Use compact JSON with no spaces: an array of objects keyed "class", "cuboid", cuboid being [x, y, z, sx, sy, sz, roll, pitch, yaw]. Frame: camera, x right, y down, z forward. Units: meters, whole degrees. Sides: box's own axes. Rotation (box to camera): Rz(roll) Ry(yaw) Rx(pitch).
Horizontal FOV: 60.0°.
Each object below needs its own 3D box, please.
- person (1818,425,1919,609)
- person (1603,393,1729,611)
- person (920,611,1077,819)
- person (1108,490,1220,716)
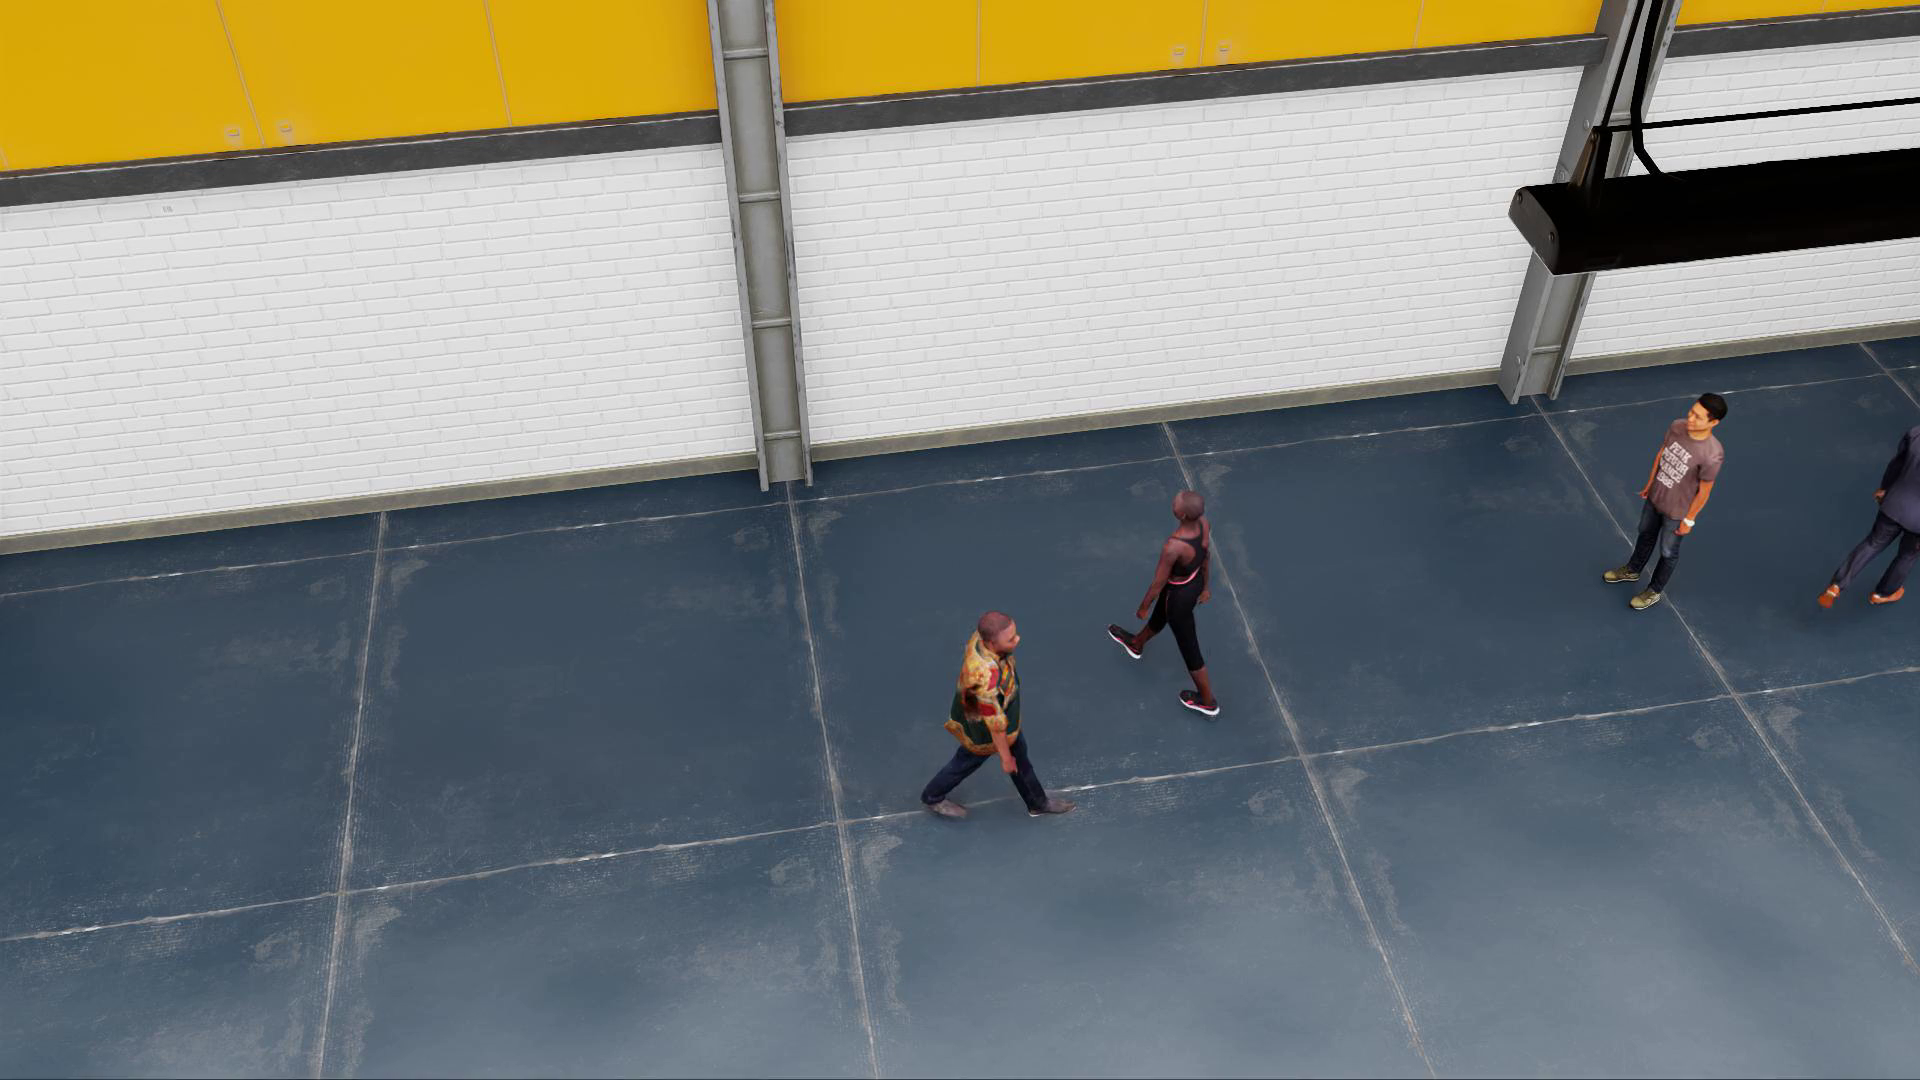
[{"class":"person","cuboid":[6.267,-0.168,11.030,1.108,1.801,0.908,-21,47,-21]},{"class":"person","cuboid":[4.802,-0.277,11.160,0.595,1.779,0.655,-14,45,-14]},{"class":"person","cuboid":[0.072,1.077,9.756,1.286,1.755,0.958,6,44,7]},{"class":"person","cuboid":[1.467,0.423,10.472,1.183,1.714,1.167,29,51,27]}]
